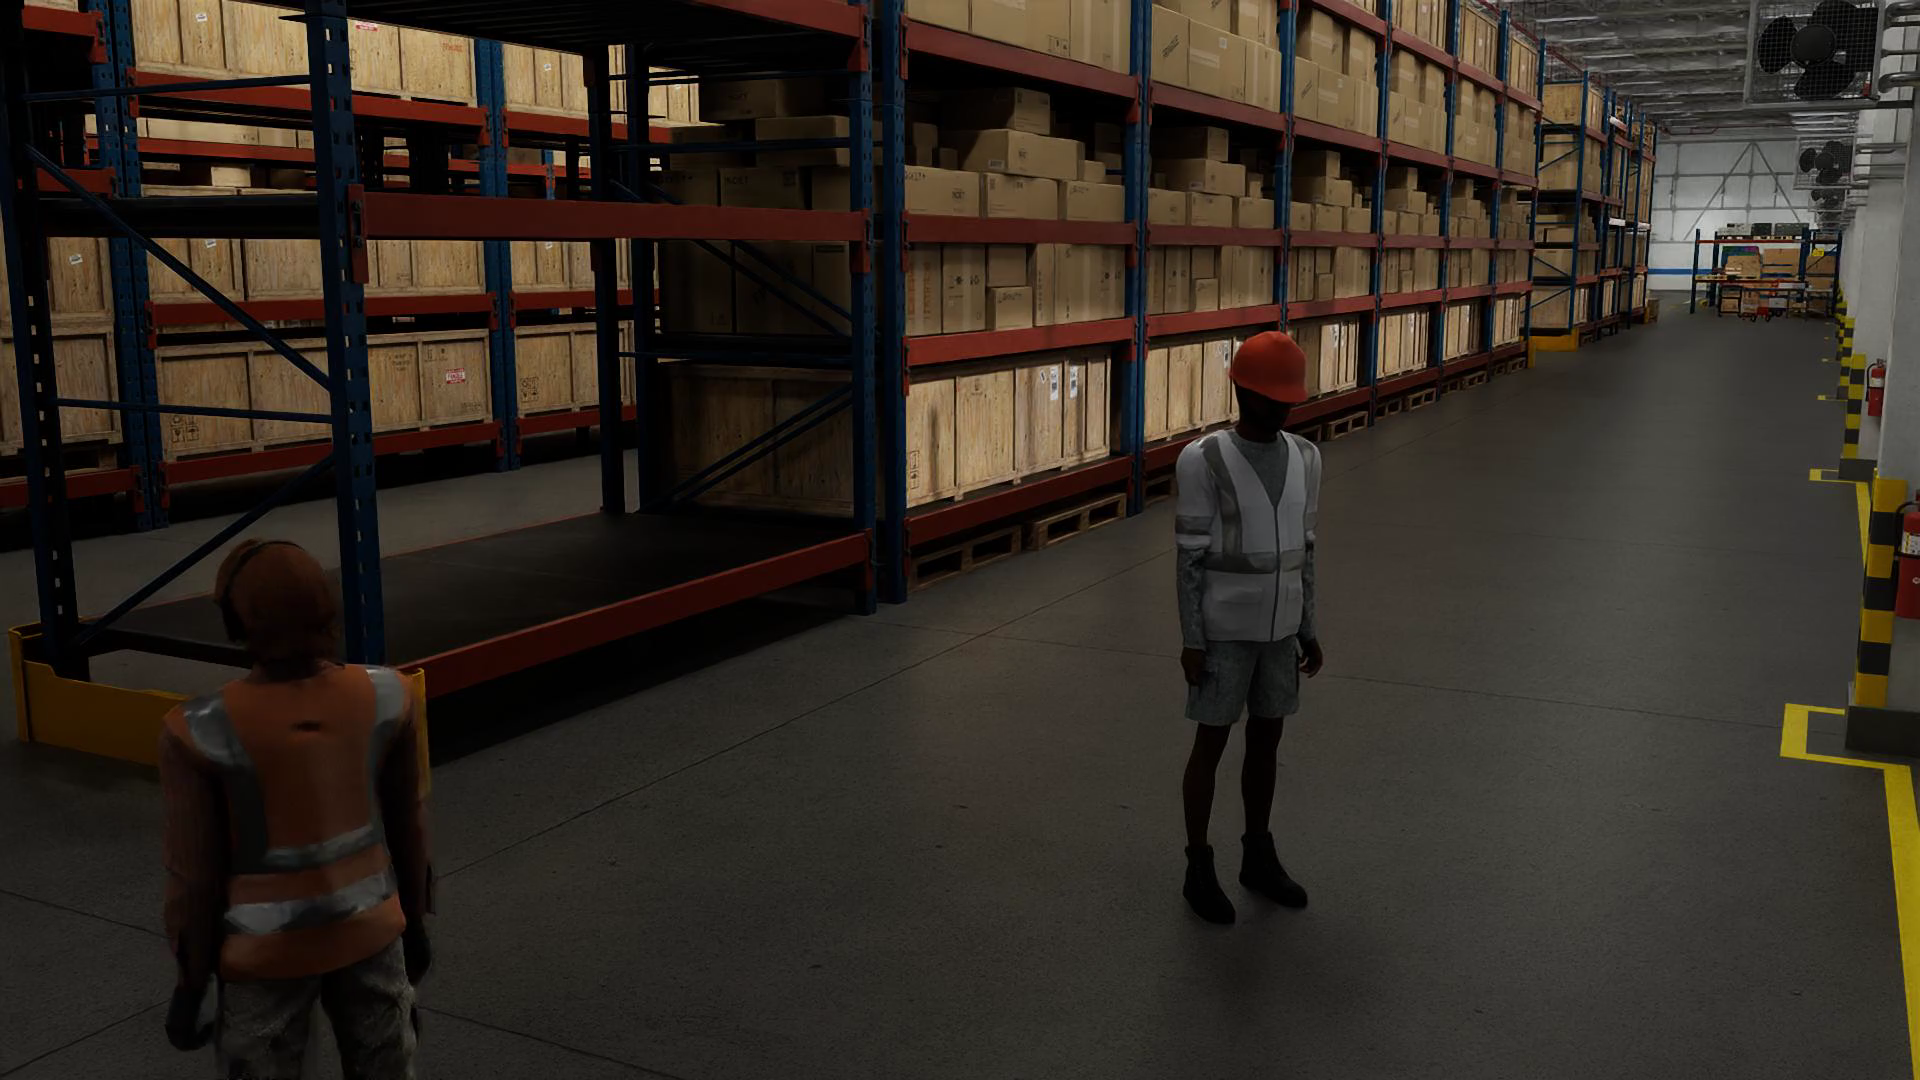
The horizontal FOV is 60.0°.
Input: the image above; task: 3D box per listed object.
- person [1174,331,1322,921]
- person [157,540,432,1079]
[{"bbox_3d":[0.965,0.282,5.472,0.542,1.929,0.368,-5,11,-25],"label":"person"},{"bbox_3d":[-1.302,0.811,3.294,0.539,1.623,0.443,-9,13,-43],"label":"person"}]
